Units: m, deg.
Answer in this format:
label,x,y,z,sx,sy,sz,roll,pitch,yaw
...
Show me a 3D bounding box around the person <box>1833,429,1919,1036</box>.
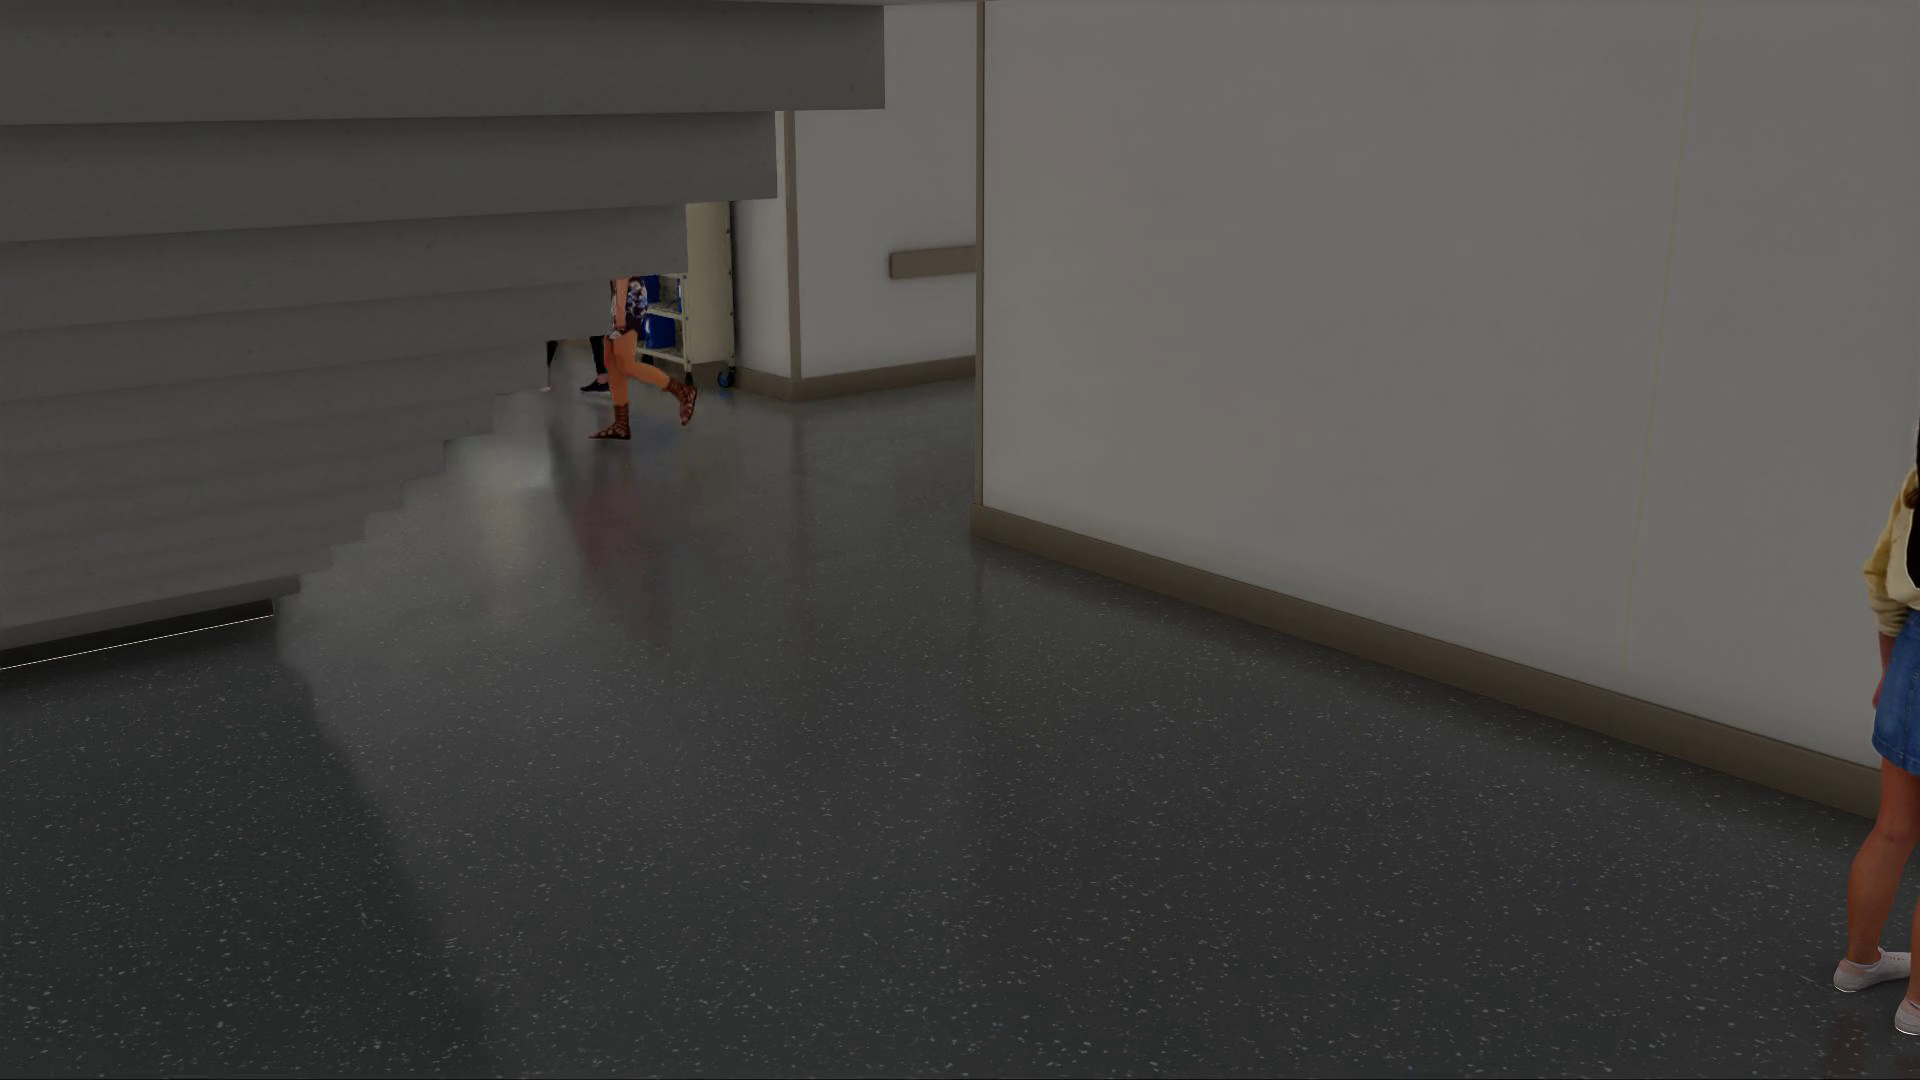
label,x,y,z,sx,sy,sz,roll,pitch,yaw
person,2.382,0.384,4.003,0.783,1.631,0.645,-4,16,-13
